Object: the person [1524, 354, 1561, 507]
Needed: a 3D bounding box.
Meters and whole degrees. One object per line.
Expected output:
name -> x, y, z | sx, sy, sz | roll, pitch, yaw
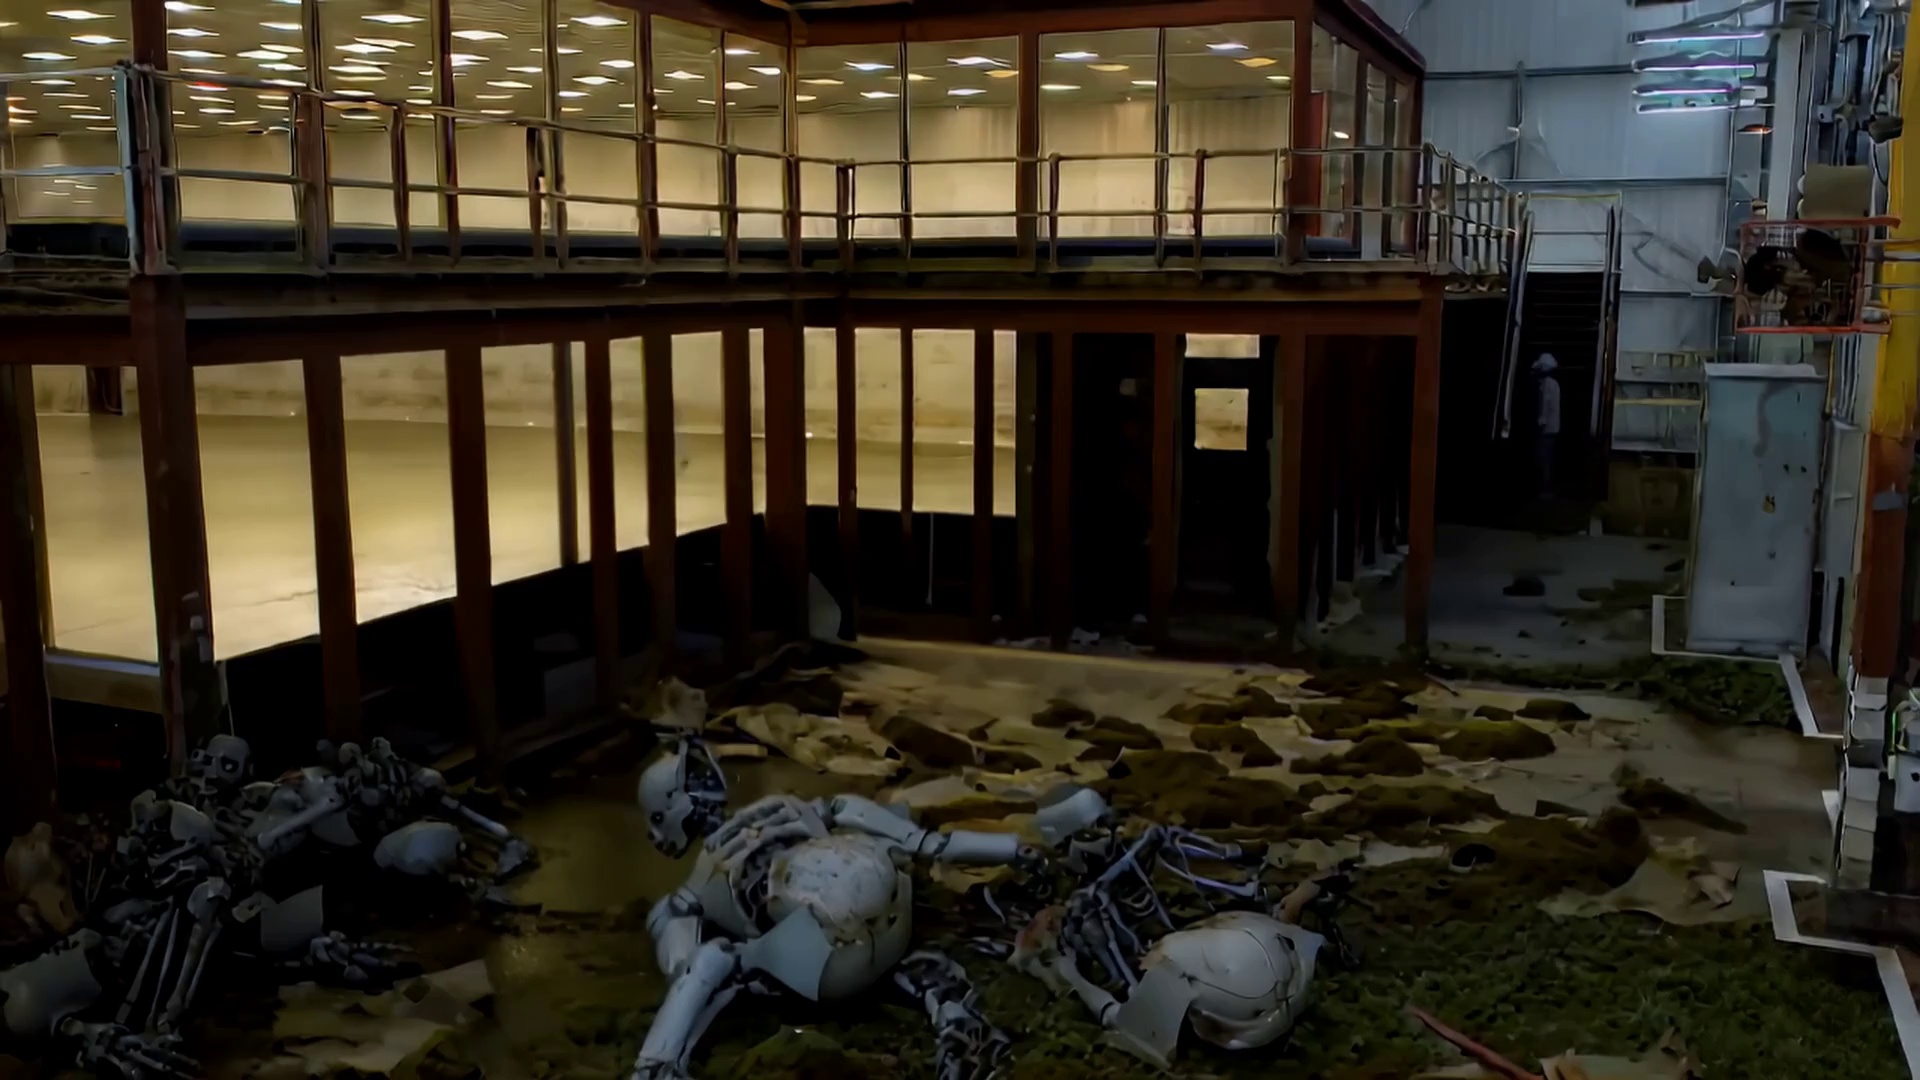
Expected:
person -> 7.578, -1.420, 21.611 | 0.424, 1.984, 0.671 | 0, 9, 2
